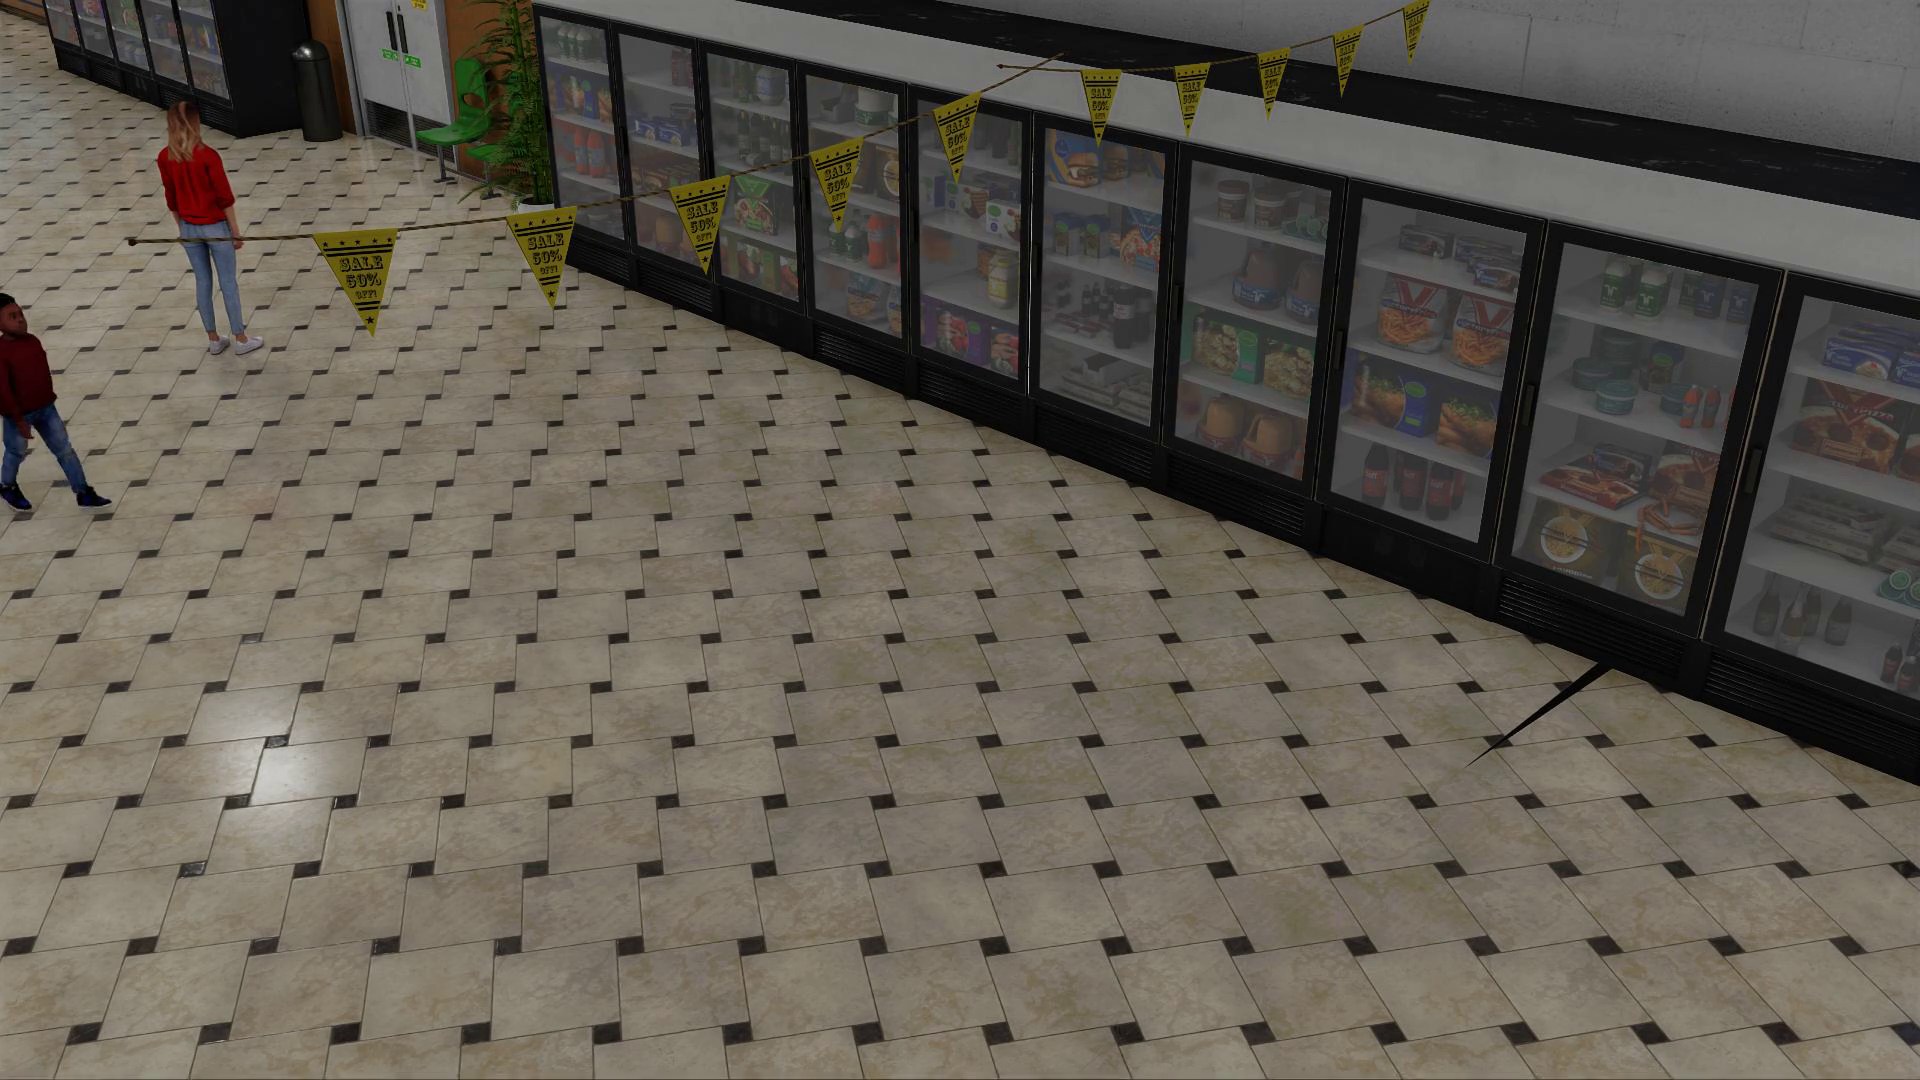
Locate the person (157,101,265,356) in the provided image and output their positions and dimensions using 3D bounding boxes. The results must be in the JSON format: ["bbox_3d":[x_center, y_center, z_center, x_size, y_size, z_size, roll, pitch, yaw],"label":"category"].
[{"bbox_3d":[-5.055,-2.075,11.144,0.684,1.704,0.713,3,27,6],"label":"person"}]

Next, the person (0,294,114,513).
[{"bbox_3d":[-5.086,-0.714,8.970,0.787,1.242,0.883,10,29,19],"label":"person"}]
